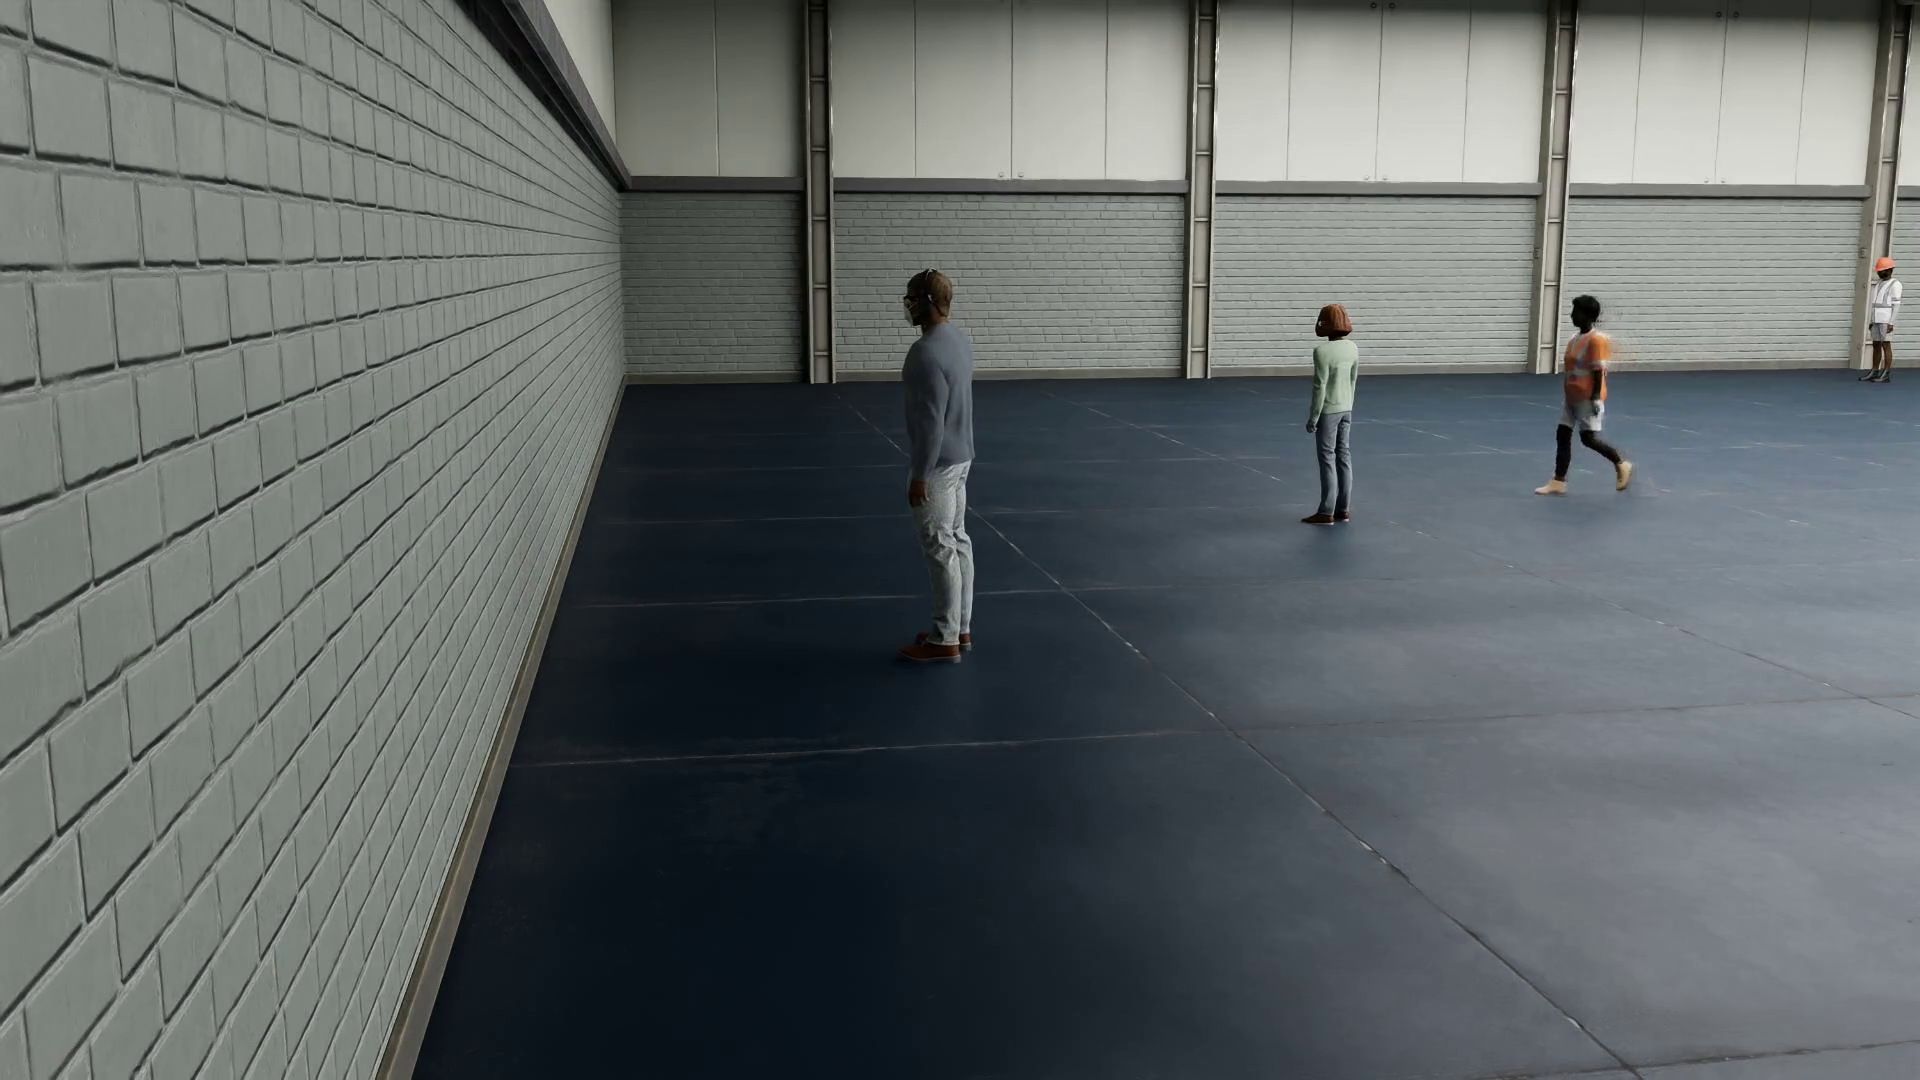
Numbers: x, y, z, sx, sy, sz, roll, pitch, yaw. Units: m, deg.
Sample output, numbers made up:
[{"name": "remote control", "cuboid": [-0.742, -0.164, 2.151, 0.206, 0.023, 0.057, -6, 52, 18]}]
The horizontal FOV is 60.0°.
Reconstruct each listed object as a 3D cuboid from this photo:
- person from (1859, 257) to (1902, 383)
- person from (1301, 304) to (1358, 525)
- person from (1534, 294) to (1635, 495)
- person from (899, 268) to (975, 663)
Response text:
[{"name": "person", "cuboid": [14.241, -3.392, 25.699, 0.373, 1.928, 0.543, -1, 10, -6]}, {"name": "person", "cuboid": [2.756, -0.927, 12.354, 0.497, 1.633, 0.285, -9, 14, -43]}, {"name": "person", "cuboid": [5.184, -1.184, 13.722, 0.719, 1.679, 0.546, -1, 10, -6]}, {"name": "person", "cuboid": [-0.113, -0.360, 8.208, 0.354, 1.937, 0.635, 3, 10, 15]}]
